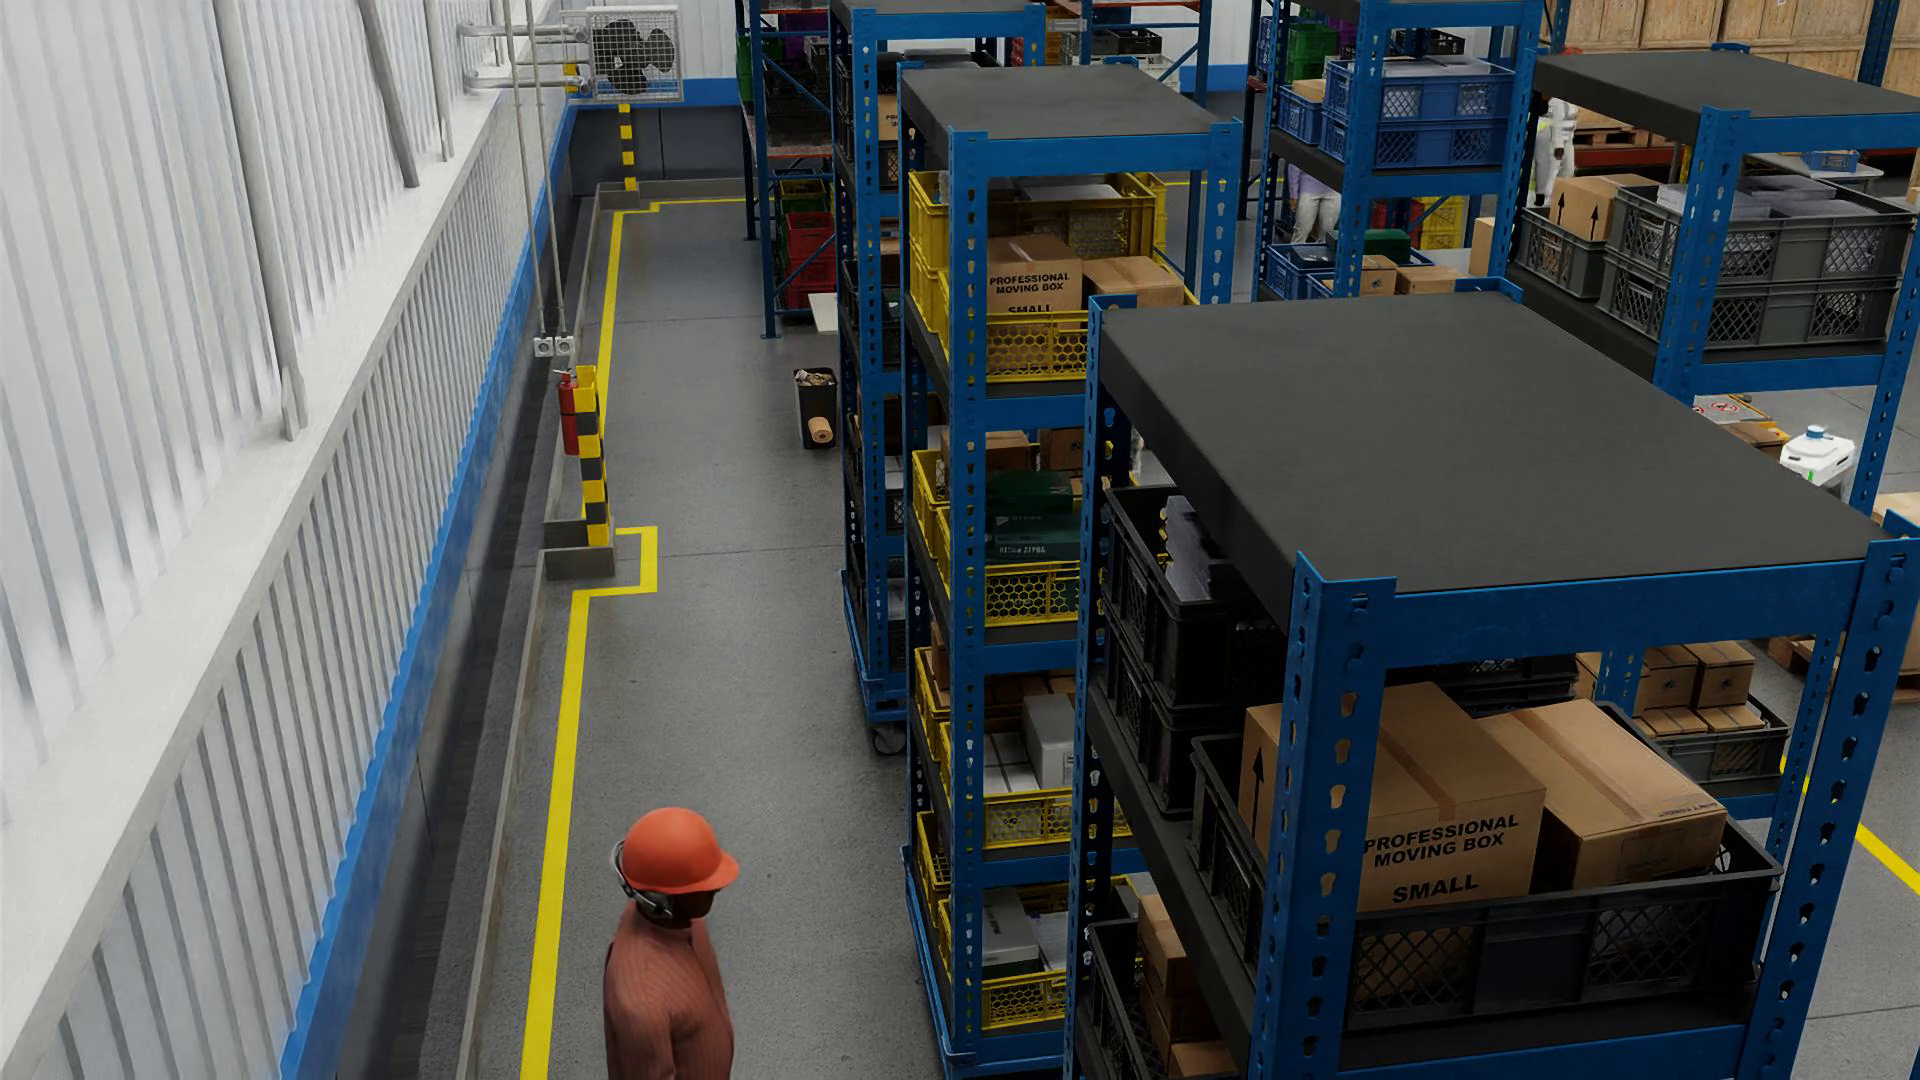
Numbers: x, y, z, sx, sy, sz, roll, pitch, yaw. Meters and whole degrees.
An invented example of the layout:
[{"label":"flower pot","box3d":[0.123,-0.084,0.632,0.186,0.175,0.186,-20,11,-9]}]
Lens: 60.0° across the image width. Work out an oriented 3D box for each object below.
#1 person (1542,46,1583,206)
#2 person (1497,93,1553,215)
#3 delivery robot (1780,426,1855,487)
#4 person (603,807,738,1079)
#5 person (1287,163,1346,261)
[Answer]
[{"label":"person","box3d":[6.388,-4.255,17.616,0.461,1.874,0.628,21,32,37]},{"label":"person","box3d":[5.303,-3.344,15.674,0.429,1.837,0.633,-11,27,-22]},{"label":"delivery robot","box3d":[5.573,-0.509,10.927,0.707,0.478,0.477,-21,32,-38]},{"label":"person","box3d":[-0.790,1.611,4.736,0.408,1.987,0.618,0,25,-1]},{"label":"person","box3d":[3.279,-3.171,15.178,0.631,1.940,0.372,-6,25,-12]}]
